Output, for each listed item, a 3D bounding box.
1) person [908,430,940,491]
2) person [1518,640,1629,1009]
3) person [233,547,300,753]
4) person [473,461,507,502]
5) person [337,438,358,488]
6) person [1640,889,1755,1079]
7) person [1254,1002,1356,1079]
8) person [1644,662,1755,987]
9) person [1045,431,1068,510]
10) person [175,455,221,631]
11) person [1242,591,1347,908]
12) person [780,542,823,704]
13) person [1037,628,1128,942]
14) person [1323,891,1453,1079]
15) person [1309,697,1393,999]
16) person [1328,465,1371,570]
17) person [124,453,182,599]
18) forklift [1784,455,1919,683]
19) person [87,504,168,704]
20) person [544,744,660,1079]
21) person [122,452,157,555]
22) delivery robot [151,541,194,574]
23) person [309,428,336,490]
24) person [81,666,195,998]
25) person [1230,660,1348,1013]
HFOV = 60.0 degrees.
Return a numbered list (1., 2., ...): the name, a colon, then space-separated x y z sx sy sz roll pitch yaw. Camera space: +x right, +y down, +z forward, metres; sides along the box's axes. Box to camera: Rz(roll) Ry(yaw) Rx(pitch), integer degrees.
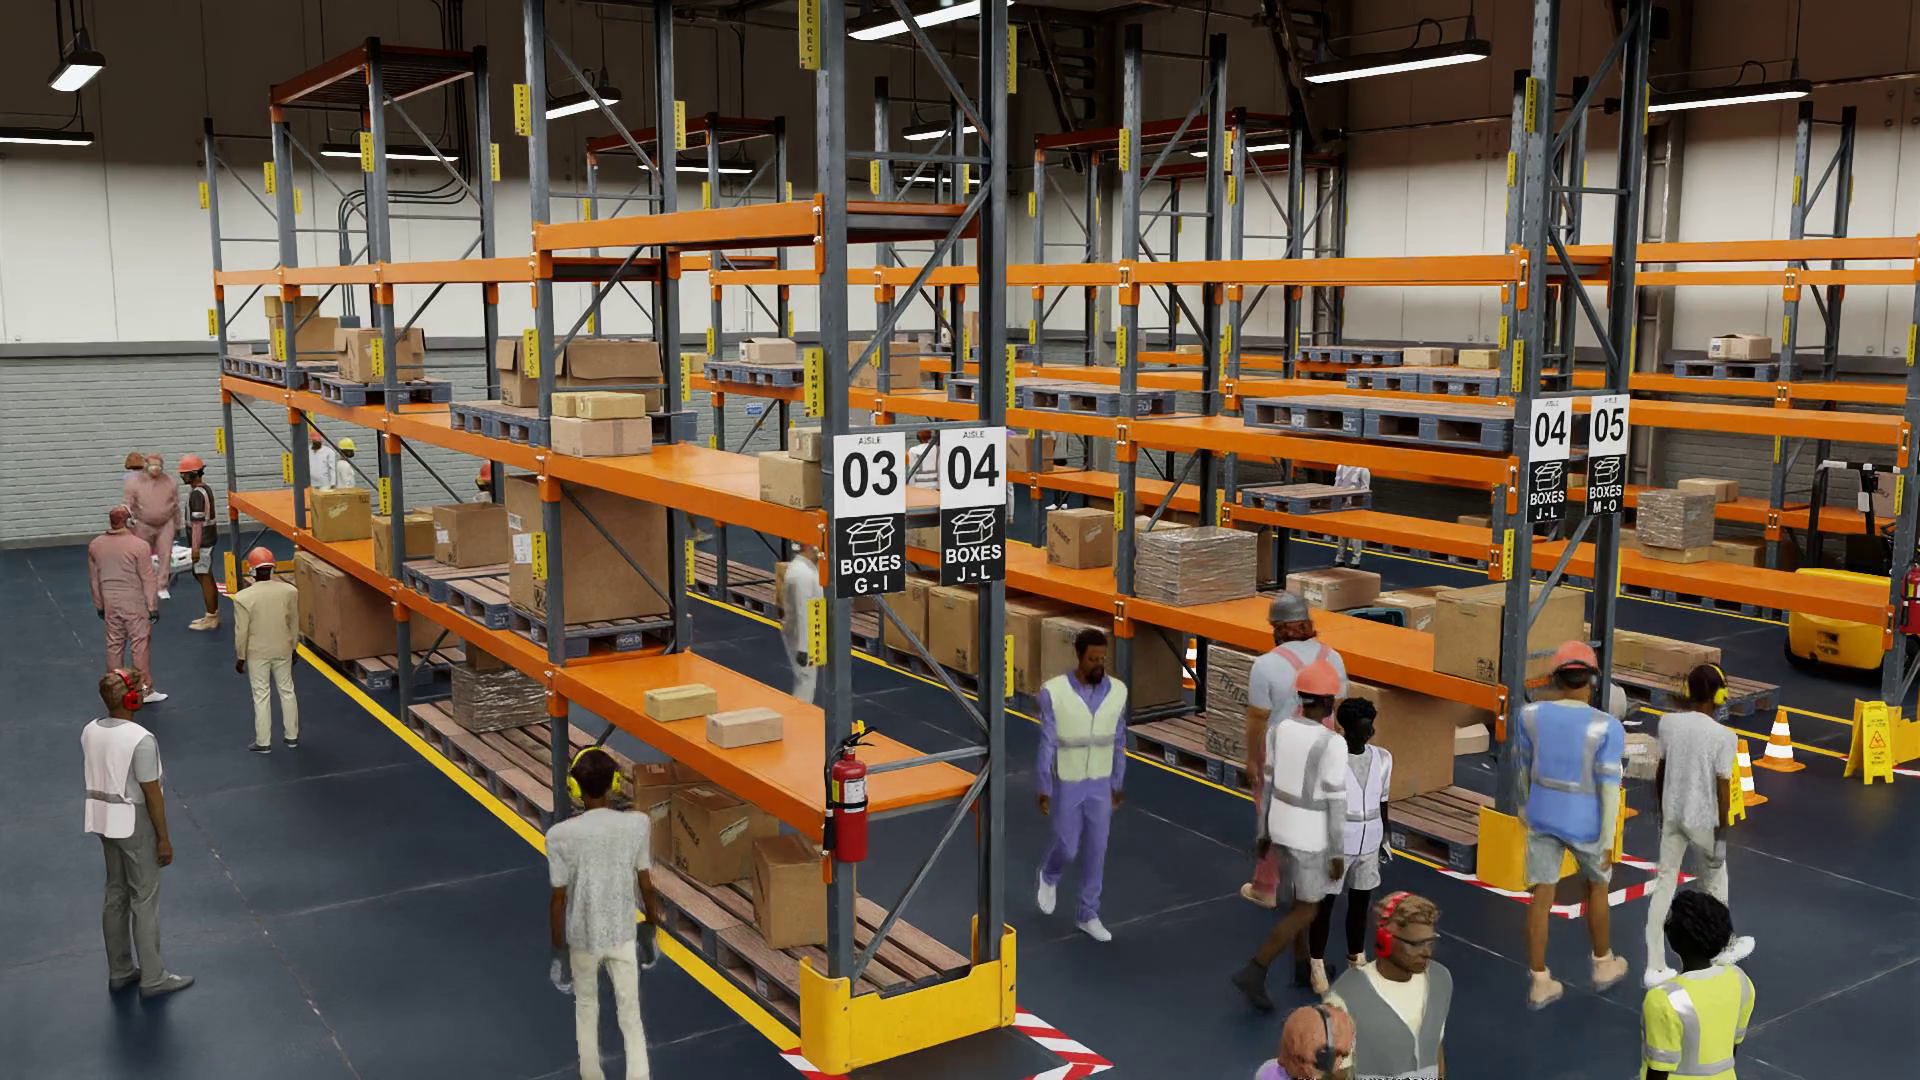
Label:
1. person: -0.530 -0.793 25.171 0.575 1.881 0.356 -5 10 -31
2. person: 3.410 1.545 9.226 0.607 1.991 0.891 7 11 41
3. person: -5.888 0.928 14.134 0.326 1.751 0.559 7 11 41
4. person: -5.142 0.122 18.549 0.615 2.040 0.397 1 9 9
5. person: -8.965 -0.610 24.365 0.336 1.757 0.519 -4 9 -24
6. person: 2.731 2.138 6.258 0.534 1.700 0.318 -5 10 -31
7. person: 1.156 2.298 5.484 0.665 1.613 0.541 -3 9 -21
8. person: 4.208 1.589 9.469 0.938 1.823 0.544 -6 10 -34
9. person: 1.741 -1.467 29.697 0.321 1.871 0.532 7 11 39
10. person: -8.787 0.033 19.185 0.402 2.035 0.602 -2 9 -14
11. person: 2.087 1.313 10.617 0.682 2.000 0.535 -4 9 -22
12. person: -1.349 0.826 14.386 0.405 1.891 0.706 -1 9 -6
13. person: 0.734 1.452 10.122 0.599 1.905 0.537 -4 9 -23
14. person: 1.501 2.121 5.934 0.579 1.836 0.400 -5 10 -31
15. person: 2.160 1.692 9.239 0.533 1.695 0.319 -3 9 -18
16. person: 5.430 -0.478 23.235 0.404 1.833 0.589 -6 10 -34
17. person: -10.298 -0.195 21.238 0.665 1.874 0.682 -5 10 -32
18. forklift: 9.643 0.253 17.172 2.313 2.155 1.214 -6 10 -33
19. person: -7.873 0.610 15.753 0.654 1.904 0.406 2 9 11
20. person: -1.626 1.854 7.650 0.524 1.848 0.790 -3 9 -21
21. person: -11.627 -0.428 23.558 0.264 1.632 0.507 3 9 22
22. delivery robot: -10.506 0.256 22.255 0.477 0.478 0.707 1 9 5
23. person: -10.244 -0.923 26.534 0.581 1.737 0.382 0 9 0
24. person: -4.607 1.618 9.219 0.565 1.850 0.390 4 10 28
25. person: 1.822 1.611 9.112 0.810 1.903 0.565 -5 10 -31
